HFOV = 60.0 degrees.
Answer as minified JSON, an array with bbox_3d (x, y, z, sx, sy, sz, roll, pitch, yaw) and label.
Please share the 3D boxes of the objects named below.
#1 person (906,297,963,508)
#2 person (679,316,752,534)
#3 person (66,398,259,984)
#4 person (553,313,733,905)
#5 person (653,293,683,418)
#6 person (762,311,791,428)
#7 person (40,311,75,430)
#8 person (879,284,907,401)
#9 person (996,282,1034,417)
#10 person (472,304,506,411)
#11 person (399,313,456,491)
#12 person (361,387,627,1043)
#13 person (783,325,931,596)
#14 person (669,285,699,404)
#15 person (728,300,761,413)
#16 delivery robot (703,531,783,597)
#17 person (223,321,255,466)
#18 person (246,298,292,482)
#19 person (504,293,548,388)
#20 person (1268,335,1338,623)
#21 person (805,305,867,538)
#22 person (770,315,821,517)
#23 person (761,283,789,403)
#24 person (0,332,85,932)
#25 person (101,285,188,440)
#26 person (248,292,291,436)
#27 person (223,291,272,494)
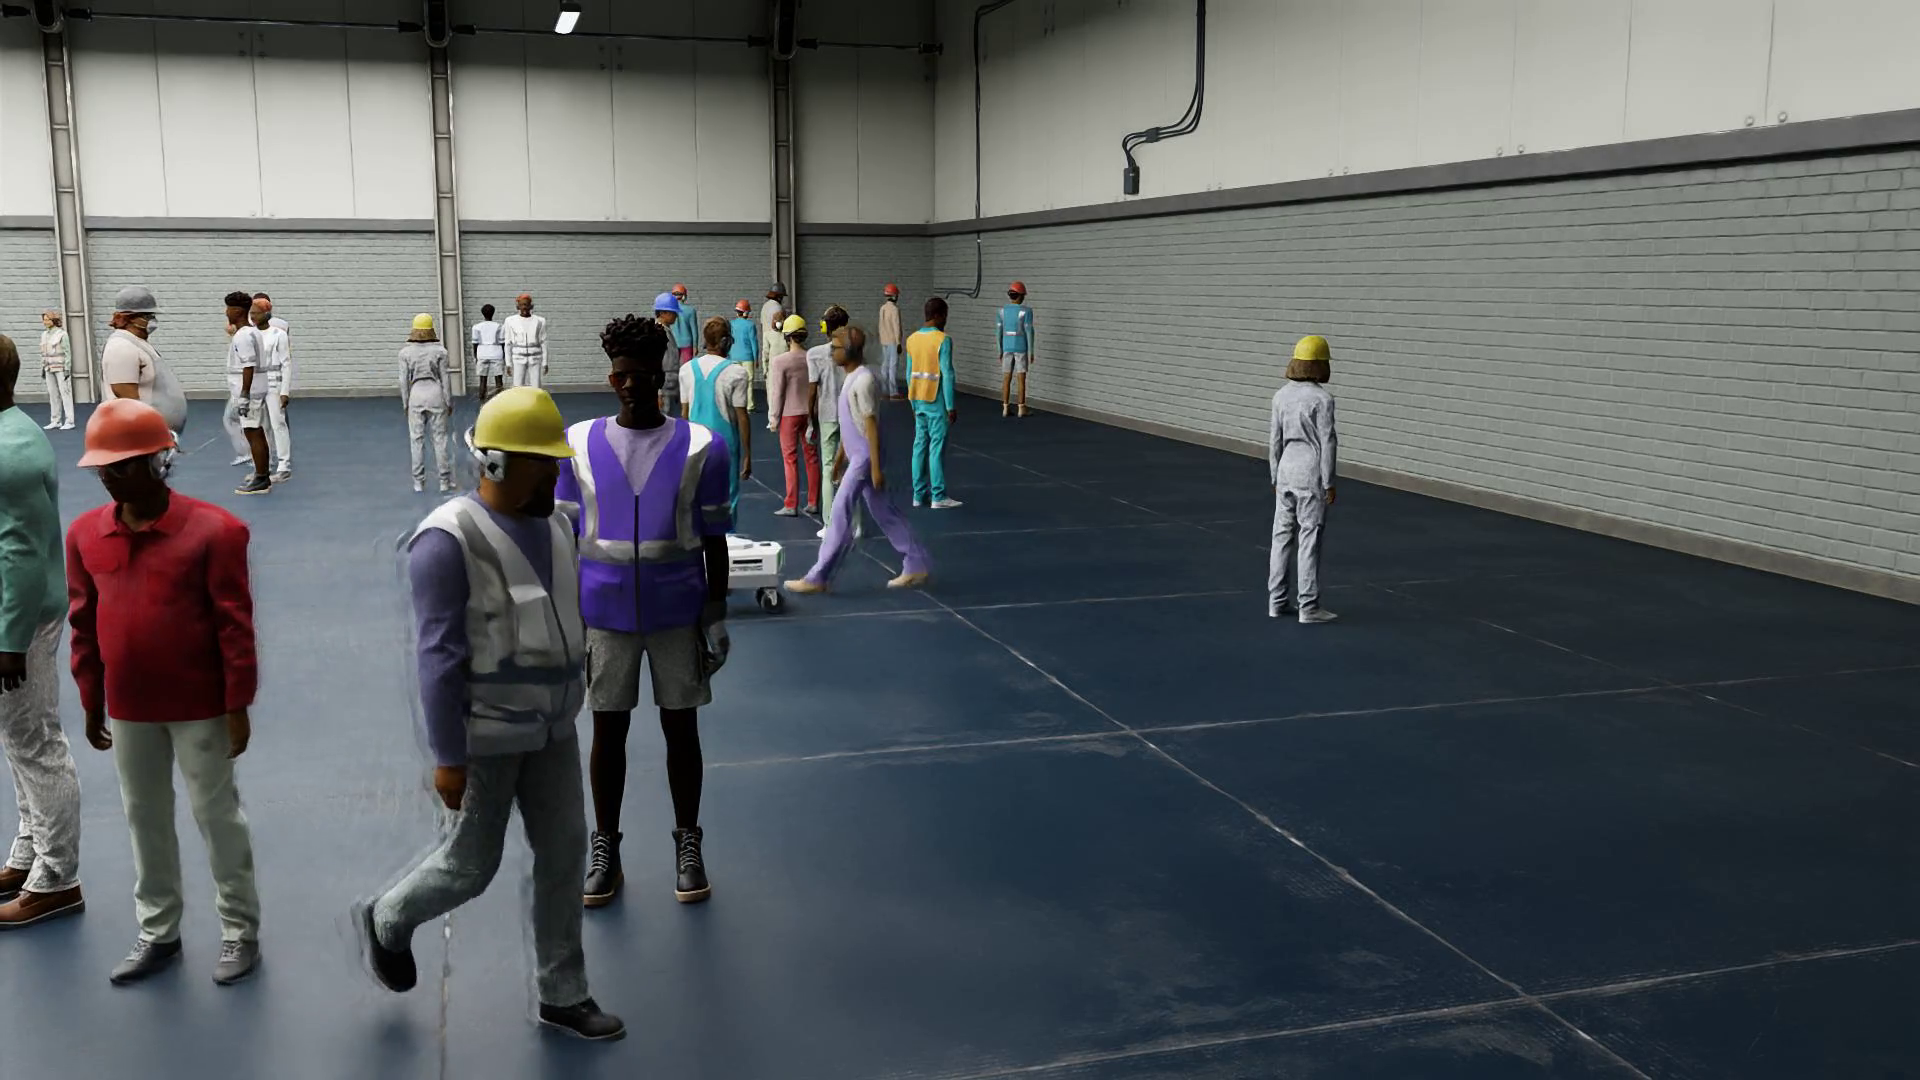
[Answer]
[{"bbox_3d":[-0.260,-1.243,15.145,0.391,1.914,0.587,-8,12,-40],"label":"person"},{"bbox_3d":[-1.645,-0.585,11.217,0.523,1.837,0.356,3,9,17],"label":"person"},{"bbox_3d":[-2.340,0.453,4.872,0.583,1.741,0.369,1,9,5],"label":"person"},{"bbox_3d":[-1.055,0.236,5.539,0.605,1.966,0.367,-1,9,-6],"label":"person"},{"bbox_3d":[-2.946,-1.487,16.595,0.409,1.943,0.615,0,9,2],"label":"person"},{"bbox_3d":[-2.506,-2.369,23.219,0.500,1.633,0.279,0,9,-3],"label":"person"},{"bbox_3d":[-12.498,-2.339,23.003,0.523,1.639,0.306,4,10,23],"label":"person"},{"bbox_3d":[-1.168,-3.384,28.530,0.371,1.997,0.622,-5,10,-30],"label":"person"},{"bbox_3d":[0.855,-2.882,25.186,0.611,2.042,0.395,5,10,31],"label":"person"},{"bbox_3d":[-7.423,-2.874,26.266,0.536,1.692,0.319,-1,9,-9],"label":"person"},{"bbox_3d":[-5.243,-1.351,16.371,0.483,1.745,0.299,-1,9,-8],"label":"person"},{"bbox_3d":[-1.309,0.477,4.549,0.754,1.804,0.615,4,10,26],"label":"person"},{"bbox_3d":[-0.650,-0.521,10.976,1.006,1.789,0.506,-1,9,-9],"label":"person"},{"bbox_3d":[-4.633,-3.240,27.640,0.608,1.990,0.385,1,9,6],"label":"person"},{"bbox_3d":[-3.356,-2.845,25.868,0.563,1.752,0.324,5,10,27],"label":"person"},{"bbox_3d":[-1.461,0.142,10.325,0.707,0.478,0.477,-2,9,-15],"label":"delivery robot"},{"bbox_3d":[-7.907,-1.600,18.357,0.511,1.624,0.509,2,9,10],"label":"person"},{"bbox_3d":[-7.118,-1.530,17.062,0.584,1.883,0.345,4,10,23],"label":"person"},{"bbox_3d":[-5.990,-2.459,22.990,0.584,1.882,0.337,-3,9,-17],"label":"person"},{"bbox_3d":[2.106,-0.373,10.133,0.321,1.742,0.492,-6,11,-34],"label":"person"},{"bbox_3d":[-0.987,-0.936,13.320,0.521,1.873,0.335,-2,9,-15],"label":"person"},{"bbox_3d":[-1.437,-1.083,14.589,0.530,1.768,0.312,-8,12,-41],"label":"person"},{"bbox_3d":[-3.023,-3.294,27.823,0.537,2.000,0.678,-5,10,-29],"label":"person"},{"bbox_3d":[-3.077,0.276,5.371,0.373,1.940,0.630,-6,11,-35],"label":"person"},{"bbox_3d":[-5.799,-0.794,11.874,0.535,2.000,0.687,-3,10,-20],"label":"person"},{"bbox_3d":[-8.377,-2.022,20.095,0.376,1.917,0.600,8,12,43],"label":"person"},{"bbox_3d":[-6.908,-1.425,16.136,0.362,1.963,0.614,-2,9,-13],"label":"person"}]
